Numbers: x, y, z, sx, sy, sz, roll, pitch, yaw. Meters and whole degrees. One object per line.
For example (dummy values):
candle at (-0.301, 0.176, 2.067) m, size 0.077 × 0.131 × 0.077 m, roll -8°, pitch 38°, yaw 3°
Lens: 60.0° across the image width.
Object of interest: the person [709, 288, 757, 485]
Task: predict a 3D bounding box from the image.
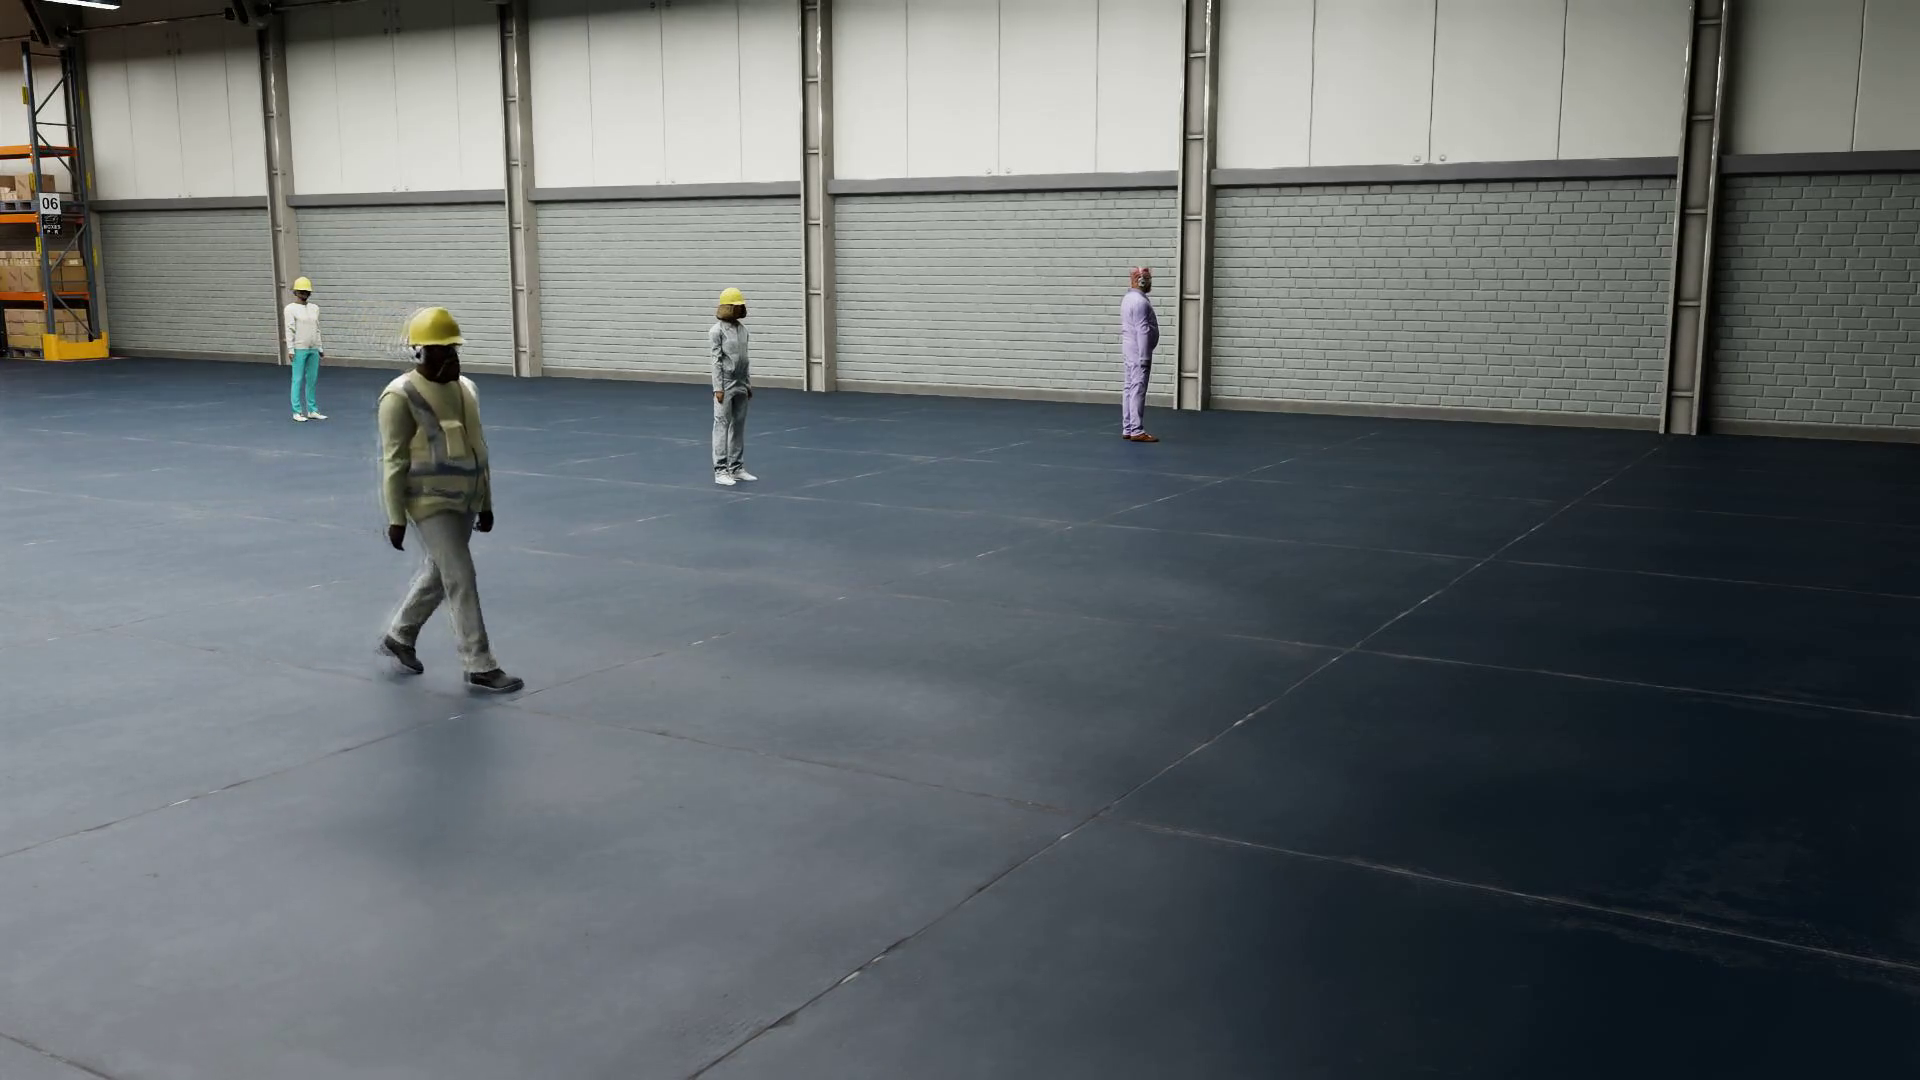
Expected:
person at (-2.017, -1.367, 14.815) m, size 0.295 × 1.744 × 0.489 m, roll 6°, pitch 11°, yaw 30°

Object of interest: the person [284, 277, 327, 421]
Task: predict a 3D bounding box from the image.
person at (-8.053, -2.346, 20.482) m, size 0.313 × 1.766 × 0.534 m, roll 4°, pitch 11°, yaw 25°

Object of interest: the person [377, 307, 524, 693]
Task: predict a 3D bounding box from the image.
person at (-2.467, -0.200, 7.831) m, size 0.889 × 1.796 × 0.598 m, roll 4°, pitch 10°, yaw 22°

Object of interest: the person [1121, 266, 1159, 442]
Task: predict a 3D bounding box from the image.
person at (1.975, -2.029, 18.201) m, size 0.407 × 1.913 × 0.641 m, roll -1°, pitch 10°, yaw -9°
